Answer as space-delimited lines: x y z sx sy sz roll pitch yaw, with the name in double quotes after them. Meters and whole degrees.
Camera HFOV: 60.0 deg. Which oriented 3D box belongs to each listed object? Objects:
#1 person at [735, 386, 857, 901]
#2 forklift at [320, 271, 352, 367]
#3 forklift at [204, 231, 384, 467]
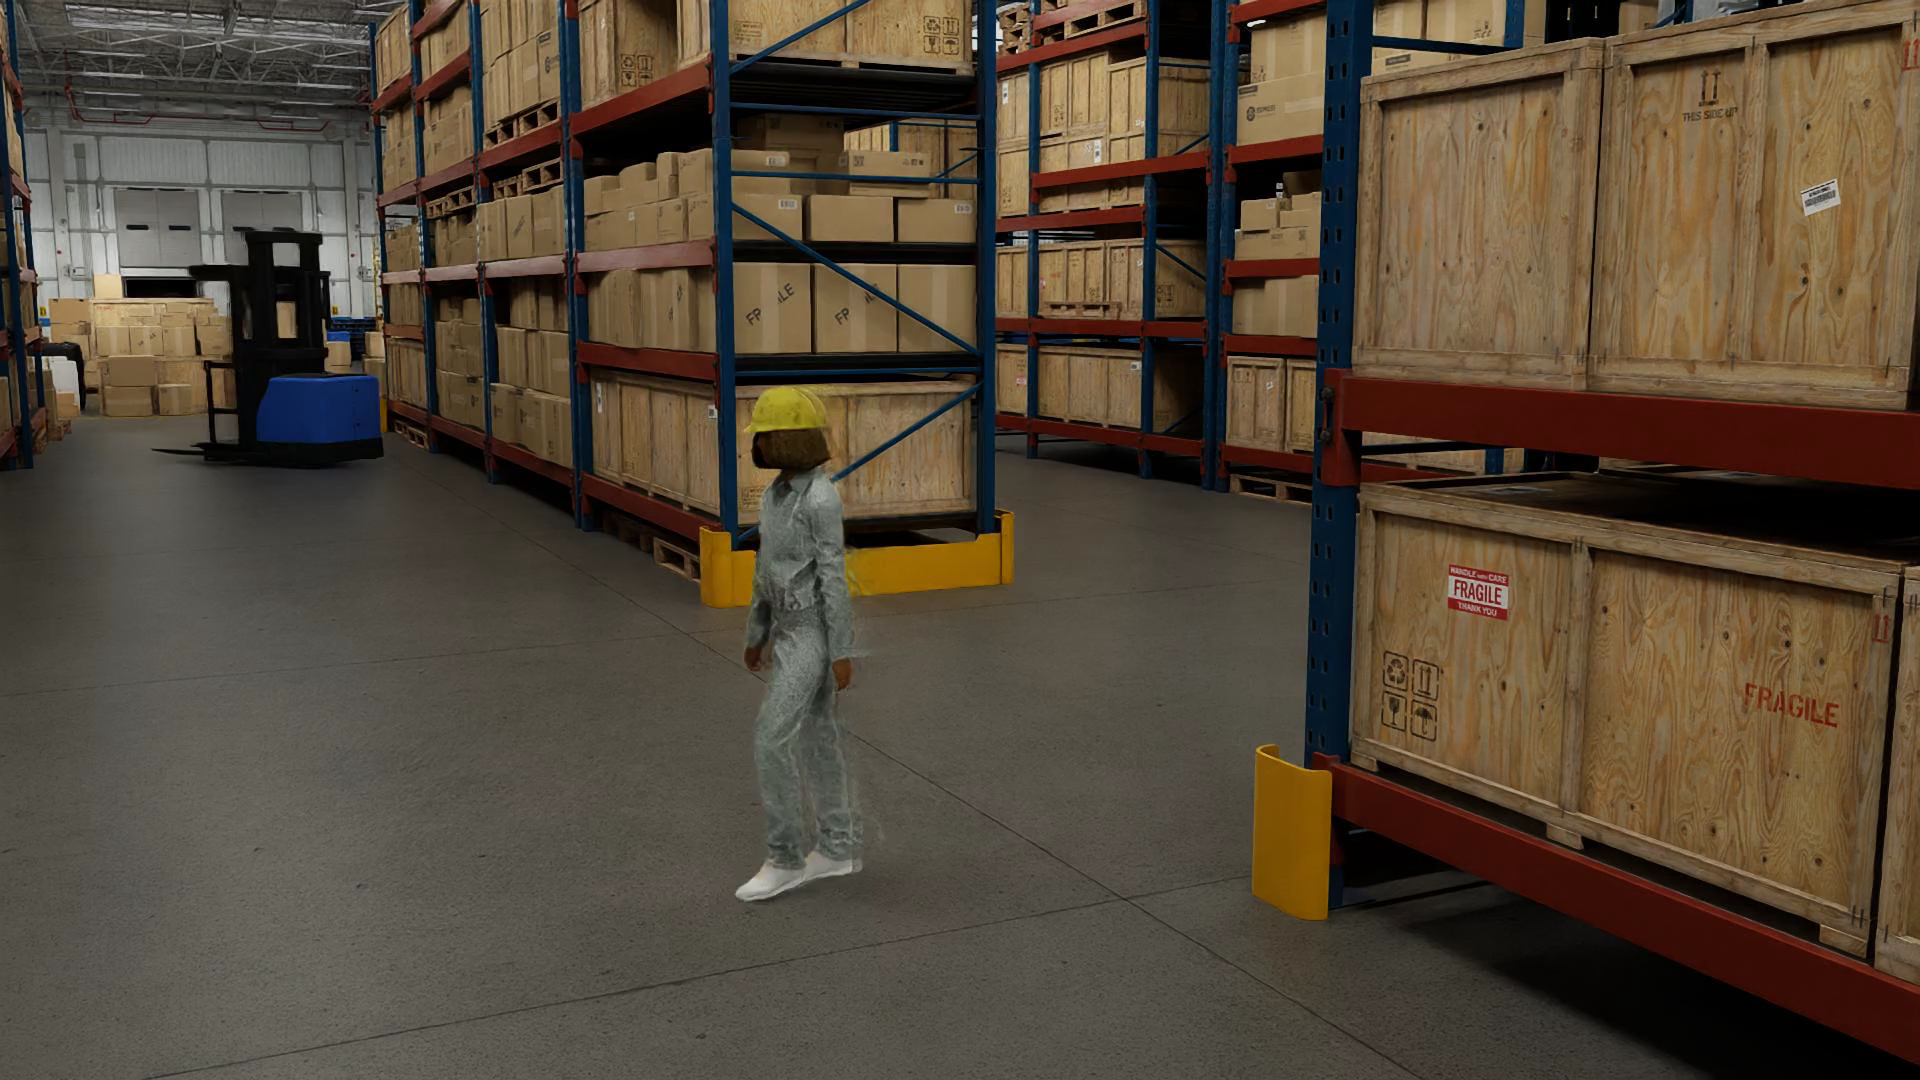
-0.616 0.347 5.631 0.624 1.721 0.516 -4 9 -27 "person"
-18.442 -6.309 47.594 1.873 2.768 1.129 6 10 36 "forklift"
-8.146 -2.345 20.258 1.873 2.768 1.129 3 9 23 "forklift"
